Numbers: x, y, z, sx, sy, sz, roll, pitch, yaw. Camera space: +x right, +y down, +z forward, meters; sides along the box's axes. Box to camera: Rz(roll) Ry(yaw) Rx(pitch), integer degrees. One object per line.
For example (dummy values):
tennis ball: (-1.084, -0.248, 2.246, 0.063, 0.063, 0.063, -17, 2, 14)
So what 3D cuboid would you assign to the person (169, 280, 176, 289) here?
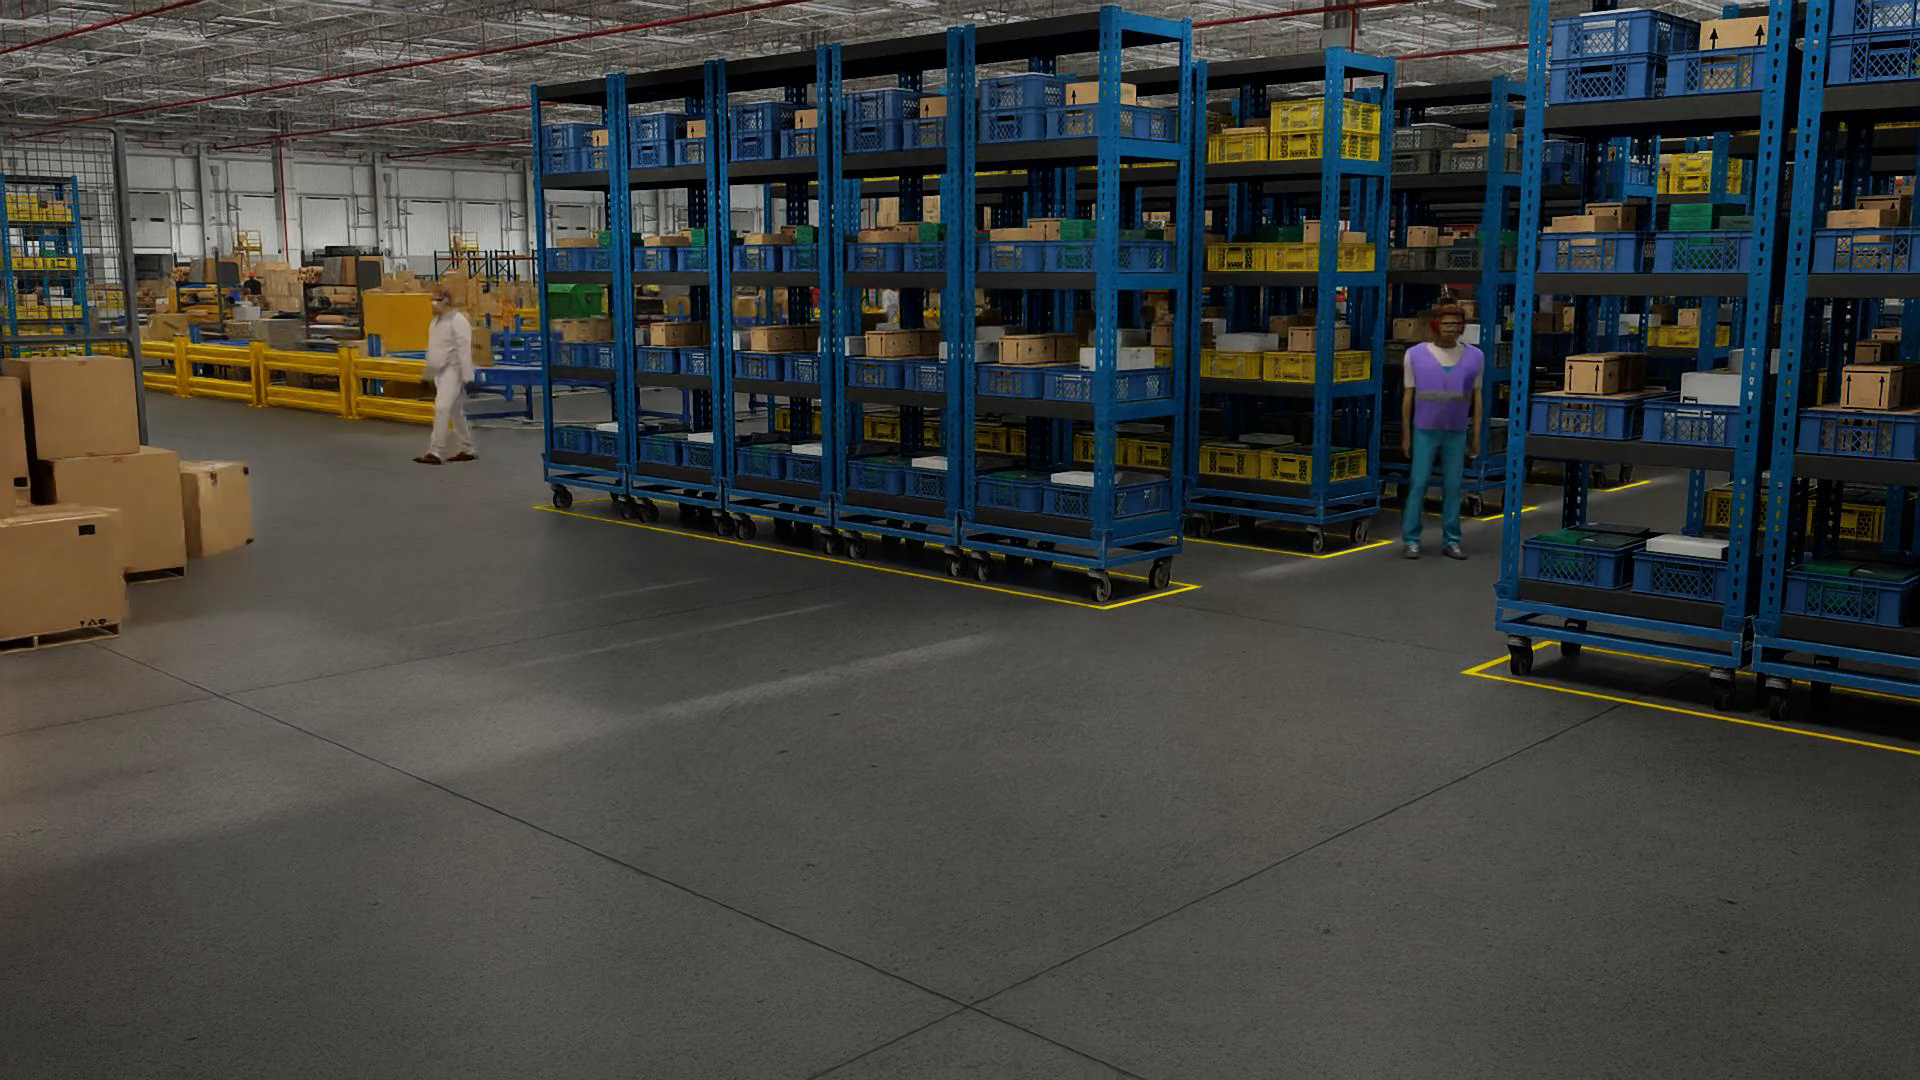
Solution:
person: (-36.080, -11.294, 76.174, 0.892, 1.917, 0.635, -1, 9, -5)

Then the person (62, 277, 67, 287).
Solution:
person: (-39.728, -10.875, 73.810, 0.429, 1.841, 0.625, -7, 12, -38)

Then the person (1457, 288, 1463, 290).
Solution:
person: (21.288, -10.235, 70.624, 0.827, 1.598, 0.518, 5, 11, 29)

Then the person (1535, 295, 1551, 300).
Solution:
person: (15.148, -5.939, 43.459, 0.646, 1.863, 1.132, -7, 11, -35)

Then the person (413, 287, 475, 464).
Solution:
person: (-5.547, -1.734, 17.665, 0.900, 1.867, 0.664, -9, 13, -43)

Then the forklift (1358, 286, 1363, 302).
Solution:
forklift: (11.100, -7.017, 46.970, 1.873, 2.768, 1.129, 9, 13, 43)

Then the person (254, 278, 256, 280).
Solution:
person: (-27.539, -9.371, 64.847, 0.521, 1.758, 0.358, 8, 12, 41)

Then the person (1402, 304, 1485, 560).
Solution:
person: (3.416, -0.758, 11.827, 0.570, 1.831, 0.410, 0, 9, 1)

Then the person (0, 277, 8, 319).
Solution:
person: (-26.737, -6.489, 46.340, 0.533, 2.024, 0.605, -2, 9, -12)

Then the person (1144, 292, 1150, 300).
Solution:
person: (7.034, -9.023, 62.882, 0.319, 1.698, 0.532, 1, 9, 4)

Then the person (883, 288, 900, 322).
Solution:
person: (-1.867, -6.199, 45.217, 0.504, 1.811, 0.592, 7, 12, 37)

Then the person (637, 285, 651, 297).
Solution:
person: (-11.903, -9.222, 63.053, 1.022, 2.000, 0.695, -3, 10, -18)

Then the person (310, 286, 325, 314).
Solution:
person: (-24.267, -9.106, 63.005, 0.528, 1.820, 0.939, 3, 10, 20)

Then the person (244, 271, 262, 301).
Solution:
person: (-26.907, -9.238, 63.293, 0.624, 1.991, 0.381, -3, 10, -20)

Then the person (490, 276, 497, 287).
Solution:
person: (-21.991, -11.604, 78.616, 0.476, 1.730, 0.510, -7, 11, -35)

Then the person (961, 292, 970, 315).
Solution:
person: (-0.105, -2.744, 24.086, 0.622, 1.788, 0.922, 8, 12, 42)

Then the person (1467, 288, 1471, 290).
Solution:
person: (18.304, -8.486, 59.897, 0.808, 1.600, 0.497, -3, 10, -18)

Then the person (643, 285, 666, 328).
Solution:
person: (-6.940, -4.955, 37.750, 0.527, 1.749, 0.569, -4, 10, -21)

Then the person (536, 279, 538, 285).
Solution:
person: (-22.844, -13.579, 90.440, 0.411, 1.822, 0.574, -1, 9, -8)
